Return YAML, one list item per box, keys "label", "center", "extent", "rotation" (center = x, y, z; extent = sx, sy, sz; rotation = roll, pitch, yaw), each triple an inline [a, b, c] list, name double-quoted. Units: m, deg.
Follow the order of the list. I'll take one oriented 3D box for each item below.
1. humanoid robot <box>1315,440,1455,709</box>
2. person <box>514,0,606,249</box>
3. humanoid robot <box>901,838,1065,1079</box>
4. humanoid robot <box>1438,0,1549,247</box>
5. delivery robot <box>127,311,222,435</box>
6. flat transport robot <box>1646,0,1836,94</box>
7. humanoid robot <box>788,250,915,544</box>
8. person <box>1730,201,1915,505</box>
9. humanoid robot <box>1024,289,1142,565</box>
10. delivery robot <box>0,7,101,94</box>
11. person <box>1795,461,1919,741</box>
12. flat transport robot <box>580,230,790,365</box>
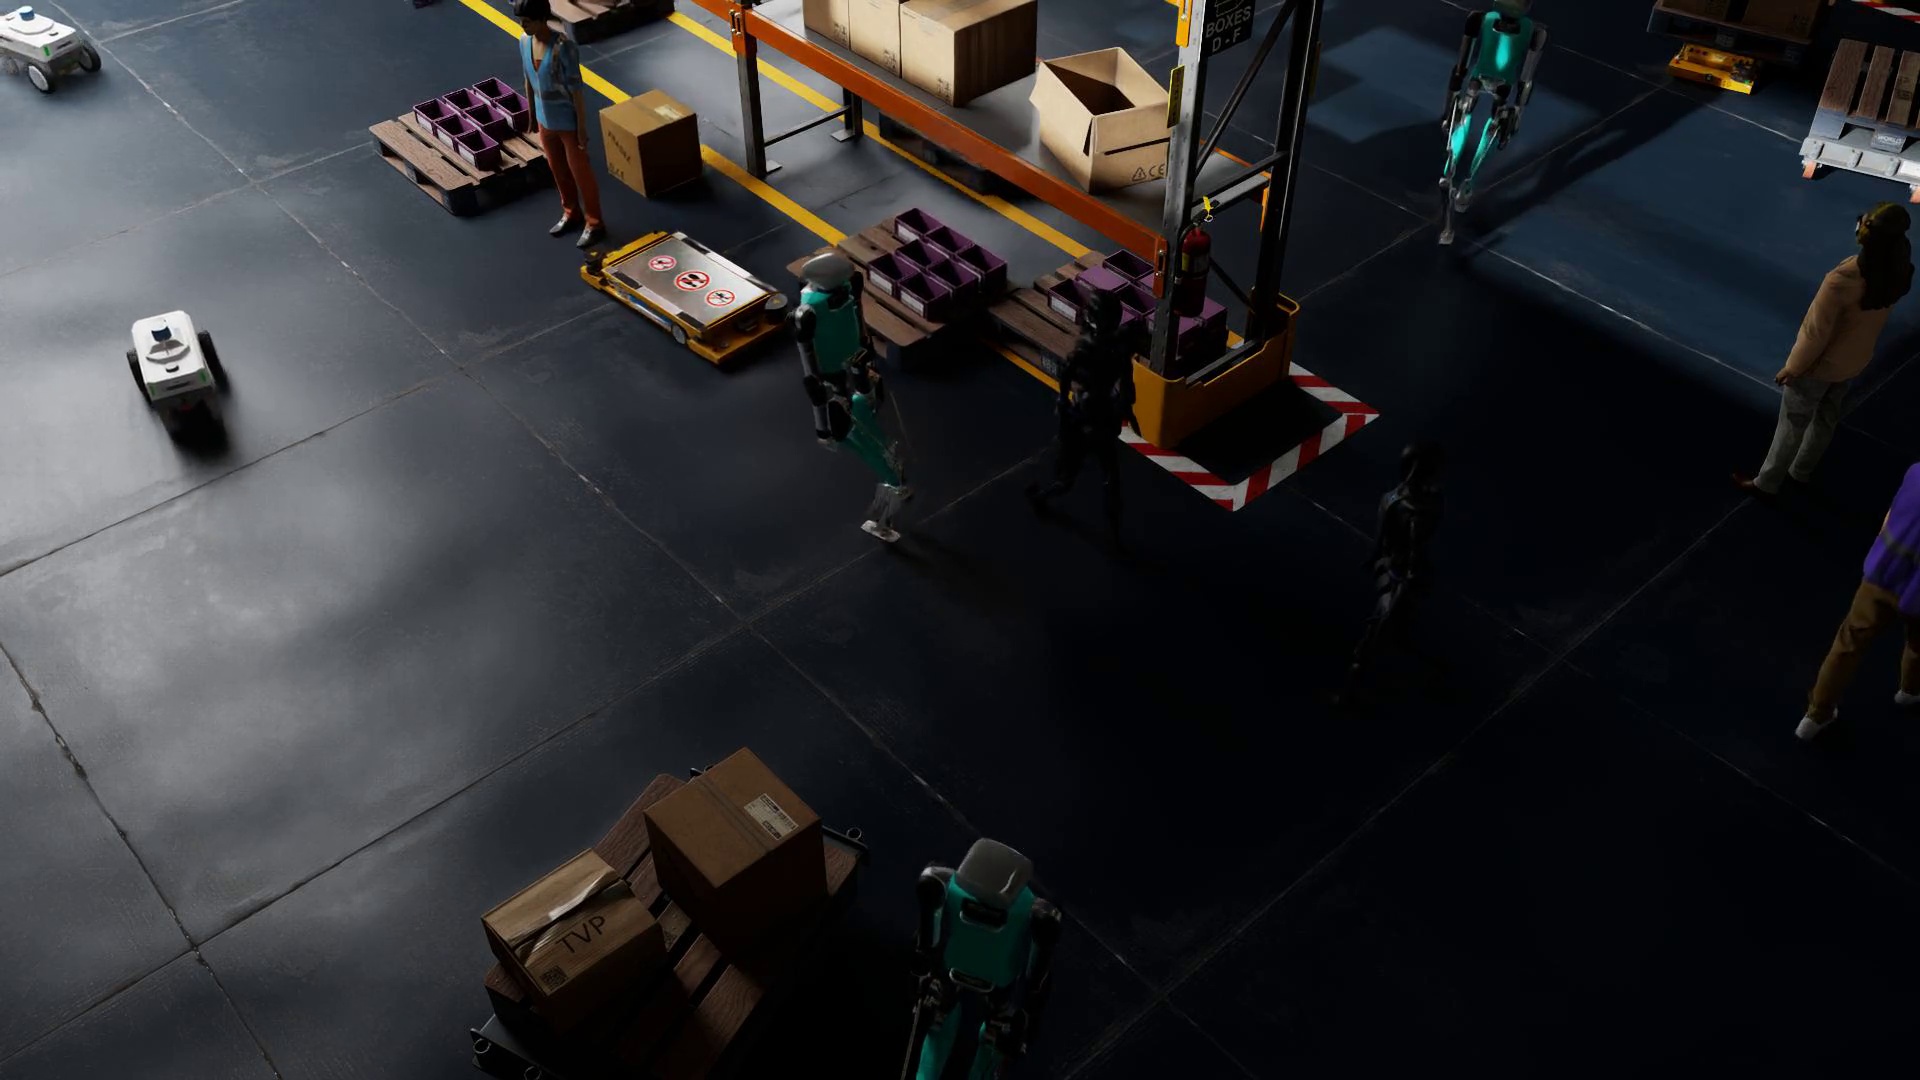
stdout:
- label: "humanoid robot"
  center: [2.131, 0.207, 7.847]
  extent: [0.660, 1.639, 0.600]
  rotation: [3, 43, 3]
- label: "person"
  center: [-2.670, -2.787, 11.028]
  extent: [0.502, 1.758, 0.344]
  rotation: [22, 47, 22]
- label: "humanoid robot"
  center: [0.010, 1.853, 6.026]
  extent: [0.563, 1.747, 1.062]
  rotation: [13, 44, 14]
- label: "humanoid robot"
  center: [3.420, -2.700, 10.964]
  extent: [0.558, 1.746, 1.038]
  rotation: [15, 45, 16]
- label: "delivery robot"
  center: [-4.745, -1.061, 10.035]
  extent: [0.499, 0.591, 0.768]
  rotation: [-19, 46, -20]
- label: "flat transport robot"
  center: [6.280, -4.062, 13.513]
  extent: [0.659, 0.231, 1.431]
  rotation: [24, 48, 23]
- label: "humanoid robot"
  center: [-0.435, -0.623, 8.708]
  extent: [0.807, 1.797, 0.532]
  rotation: [22, 47, 22]
- label: "person"
  center: [4.701, -0.976, 8.972]
  extent: [0.558, 1.876, 0.409]
  rotation: [-17, 45, -17]
- label: "humanoid robot"
  center: [0.691, -0.629, 8.784]
  extent: [0.603, 1.643, 0.764]
  rotation: [-31, 51, -29]
- label: "delivery robot"
  center: [-7.246, -3.894, 13.129]
  extent: [0.786, 0.608, 0.499]
  rotation: [22, 47, 22]
- label: "person"
  center: [4.510, 0.145, 7.736]
  extent: [0.951, 1.886, 0.561]
  rotation: [-24, 48, -24]
- label: "flat transport robot"
  center: [-1.795, -1.634, 10.872]
  extent: [1.431, 0.231, 0.659]
  rotation: [33, 52, 31]
